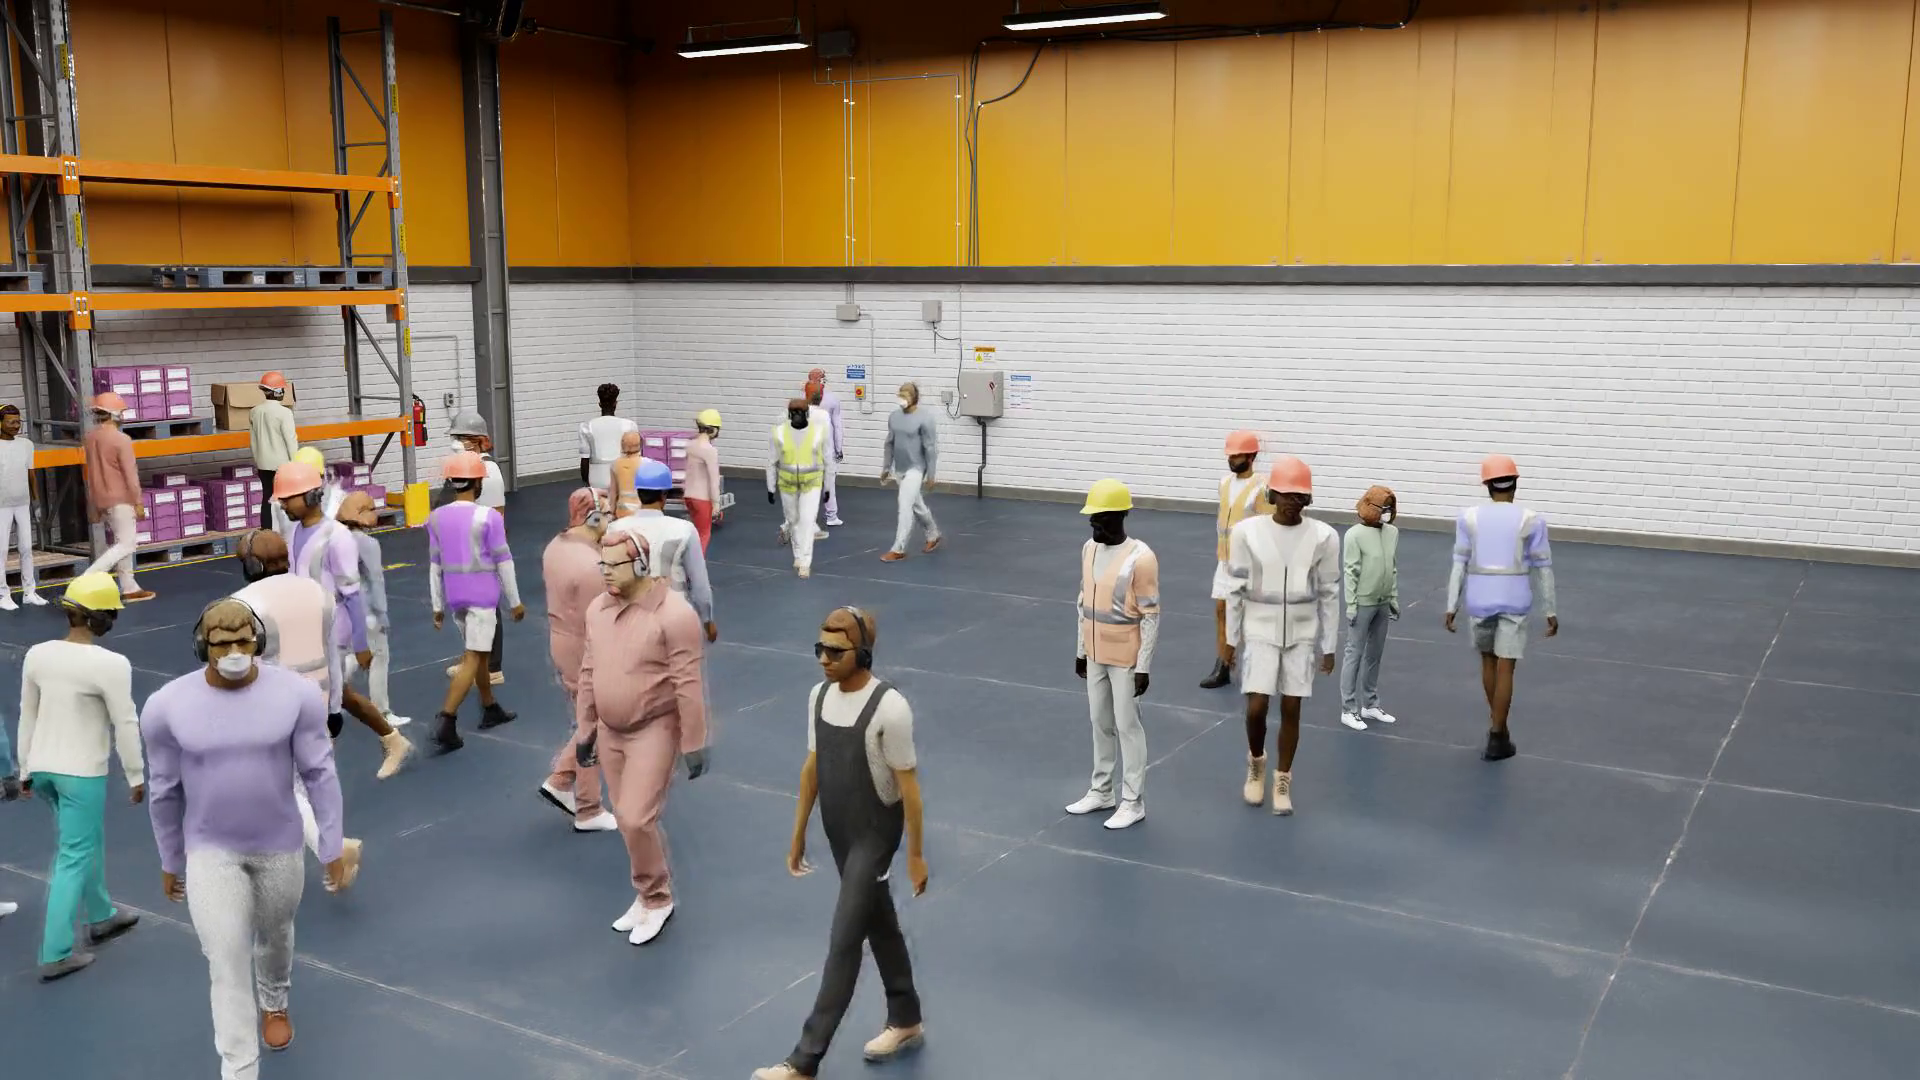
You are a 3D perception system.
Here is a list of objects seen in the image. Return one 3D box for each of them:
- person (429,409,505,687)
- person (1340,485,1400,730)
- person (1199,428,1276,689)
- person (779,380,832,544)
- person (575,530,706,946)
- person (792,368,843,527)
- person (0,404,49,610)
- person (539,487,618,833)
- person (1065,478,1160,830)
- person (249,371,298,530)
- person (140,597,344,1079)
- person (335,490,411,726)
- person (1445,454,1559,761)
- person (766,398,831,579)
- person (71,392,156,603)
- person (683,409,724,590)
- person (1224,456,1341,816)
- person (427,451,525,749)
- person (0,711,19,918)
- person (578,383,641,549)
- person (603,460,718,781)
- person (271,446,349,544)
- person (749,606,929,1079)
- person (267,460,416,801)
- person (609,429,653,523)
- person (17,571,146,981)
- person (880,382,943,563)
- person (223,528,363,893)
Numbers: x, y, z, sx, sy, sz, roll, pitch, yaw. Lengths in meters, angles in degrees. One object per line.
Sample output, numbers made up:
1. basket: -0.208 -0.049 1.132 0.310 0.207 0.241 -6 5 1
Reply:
1. person: -3.633 0.056 12.271 0.539 2.000 0.688 -5 11 -30
2. person: 2.755 0.440 11.142 0.497 1.633 0.288 -7 11 -36
3. person: 2.135 0.125 12.250 0.796 1.916 0.548 -6 11 -34
4. person: -1.741 -0.866 18.637 0.585 1.857 0.877 6 11 33
5. person: -1.509 0.893 7.538 0.672 1.882 0.567 6 11 34
6. person: -1.695 -1.105 19.961 0.638 1.902 0.406 2 9 12
7. person: -8.579 -0.299 15.063 0.334 1.860 0.508 6 11 31
8. person: -1.995 0.650 9.033 0.424 1.886 0.674 -5 11 -31
9. person: 0.827 0.617 9.121 0.379 1.924 0.594 -6 11 -34
10. person: -7.273 -0.796 17.733 0.608 1.995 0.376 4 10 23
11. person: -2.634 1.118 6.153 0.651 1.892 1.038 -4 10 -26
12. person: -3.980 0.478 10.951 0.508 1.617 0.583 8 12 40
13. person: 3.445 0.409 10.527 0.661 1.883 0.754 5 10 28
14. person: -1.632 -0.548 16.856 0.636 1.797 0.968 0 9 2
15. person: -7.717 -0.353 15.060 0.626 1.967 0.769 6 11 33
16. person: -2.489 -0.393 16.018 0.472 1.735 0.548 -7 11 -37
17. person: 1.798 0.543 9.276 0.633 2.027 0.421 1 9 4
18. person: -3.185 0.379 10.752 0.558 1.908 0.949 4 10 23
19. person: -4.503 1.062 7.406 0.525 1.603 0.807 1 9 8
20. person: -3.429 -0.561 16.350 0.602 1.967 0.366 -1 9 -5
21. person: -1.787 0.477 10.034 0.627 1.918 0.824 3 9 16
22. person: -4.653 0.216 12.007 0.599 1.807 0.533 -1 9 -6
23. person: -0.468 1.147 6.182 0.935 1.803 0.543 -8 12 -41
24. person: -3.611 0.513 9.652 0.972 1.993 0.603 -9 13 -44
25. person: -3.026 -0.208 15.250 0.516 1.605 0.713 5 10 28
26. person: -3.831 1.002 7.320 0.531 1.725 0.735 4 10 21
27. person: -0.488 -0.742 17.730 1.013 1.902 0.625 -9 13 -43
28. person: -3.218 0.851 8.064 0.764 1.812 0.641 5 10 26
